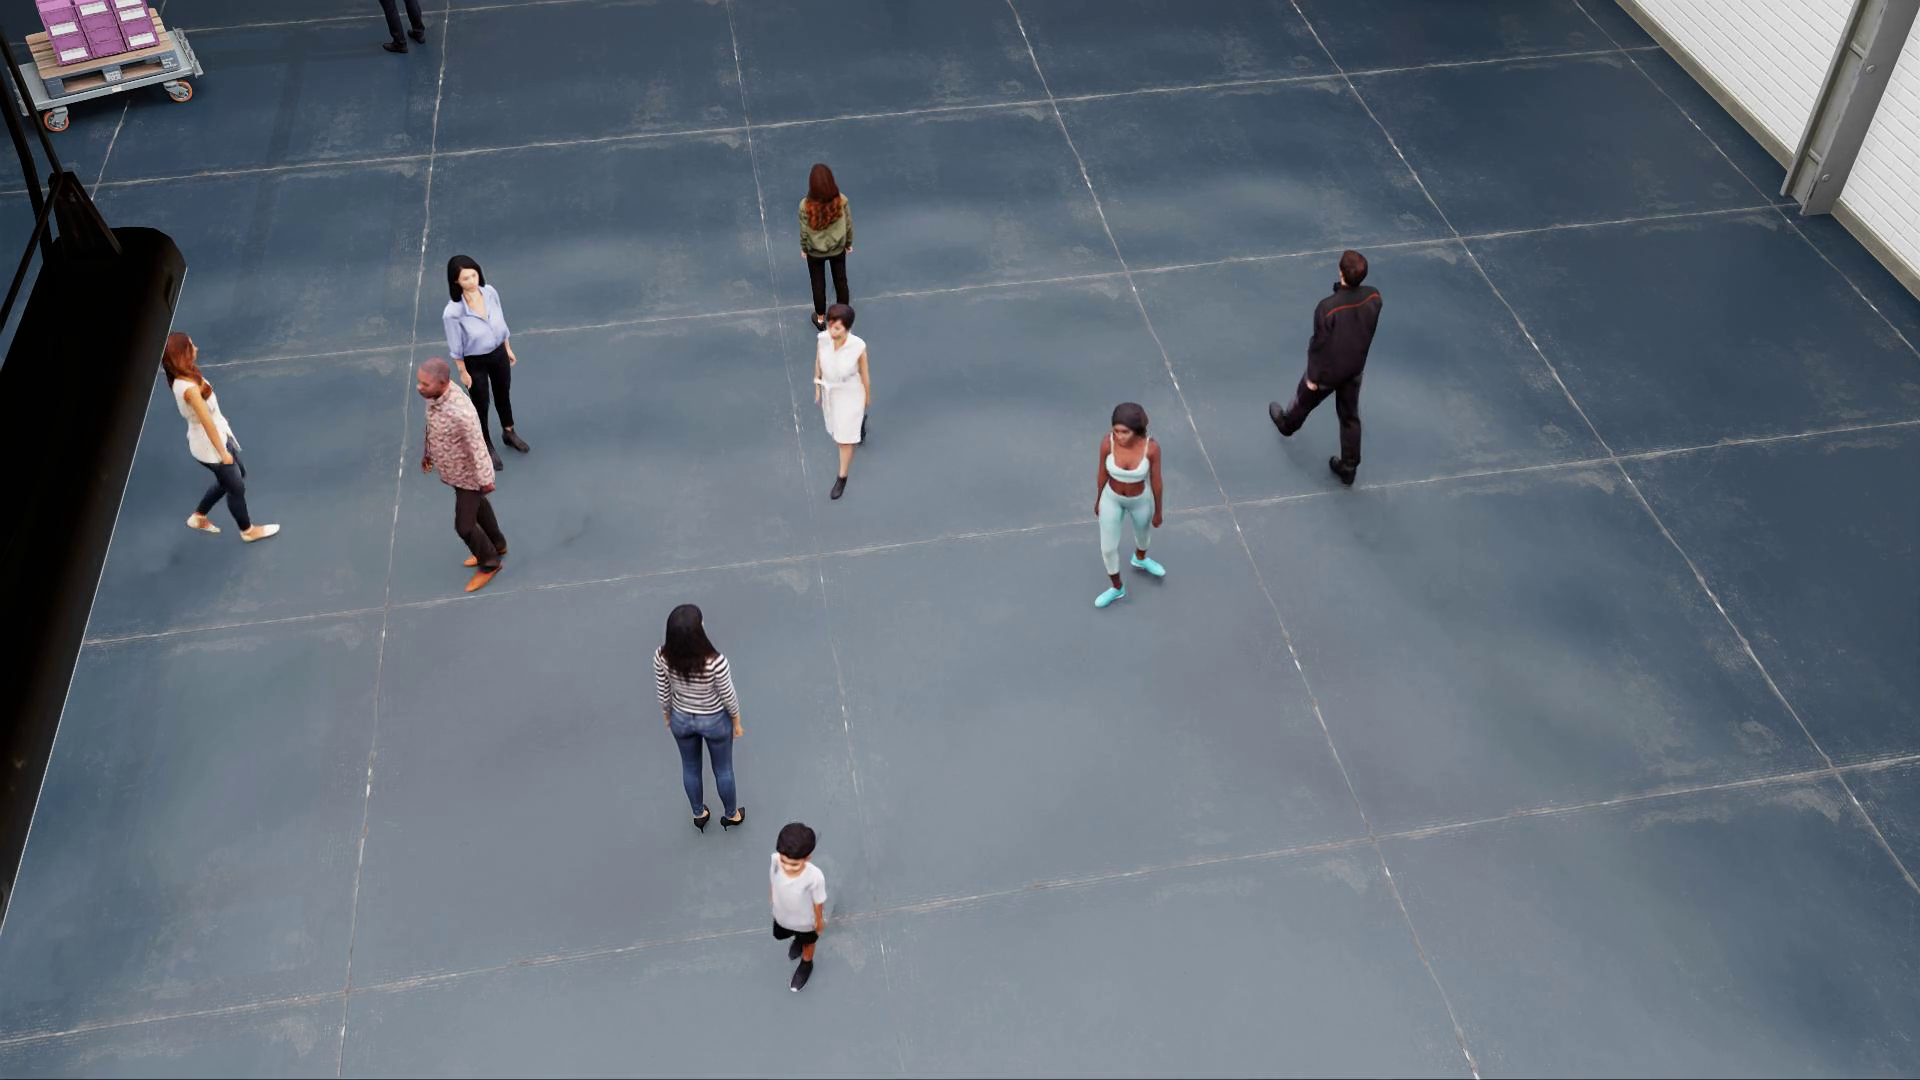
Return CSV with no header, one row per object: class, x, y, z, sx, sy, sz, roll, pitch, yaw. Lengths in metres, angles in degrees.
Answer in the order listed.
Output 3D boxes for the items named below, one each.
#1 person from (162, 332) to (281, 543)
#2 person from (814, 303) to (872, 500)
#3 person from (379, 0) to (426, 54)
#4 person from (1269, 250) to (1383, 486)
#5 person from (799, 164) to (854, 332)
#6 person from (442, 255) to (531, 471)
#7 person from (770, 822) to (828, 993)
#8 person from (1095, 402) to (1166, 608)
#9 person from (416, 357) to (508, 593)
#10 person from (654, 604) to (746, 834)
person,-5.123,-0.617,11.177,0.800,1.773,0.811,-22,48,-21
person,-0.813,-1.077,11.837,0.891,1.529,1.054,16,46,16
person,-5.711,-5.778,16.545,0.862,1.842,0.799,26,49,24
person,2.710,-1.162,11.737,0.895,1.791,1.199,-16,46,-16
person,-1.059,-2.318,13.177,0.585,1.477,0.522,-10,44,-10
person,-3.403,-1.282,11.898,0.770,1.743,0.729,30,51,27
person,-0.846,1.903,8.909,0.636,1.253,0.697,19,47,19
person,1.123,-0.259,10.858,0.797,1.695,0.868,5,44,5
person,-3.233,-0.527,11.069,0.889,1.792,0.780,-26,50,-25
person,-1.470,1.036,9.427,0.653,1.795,0.620,6,44,6
